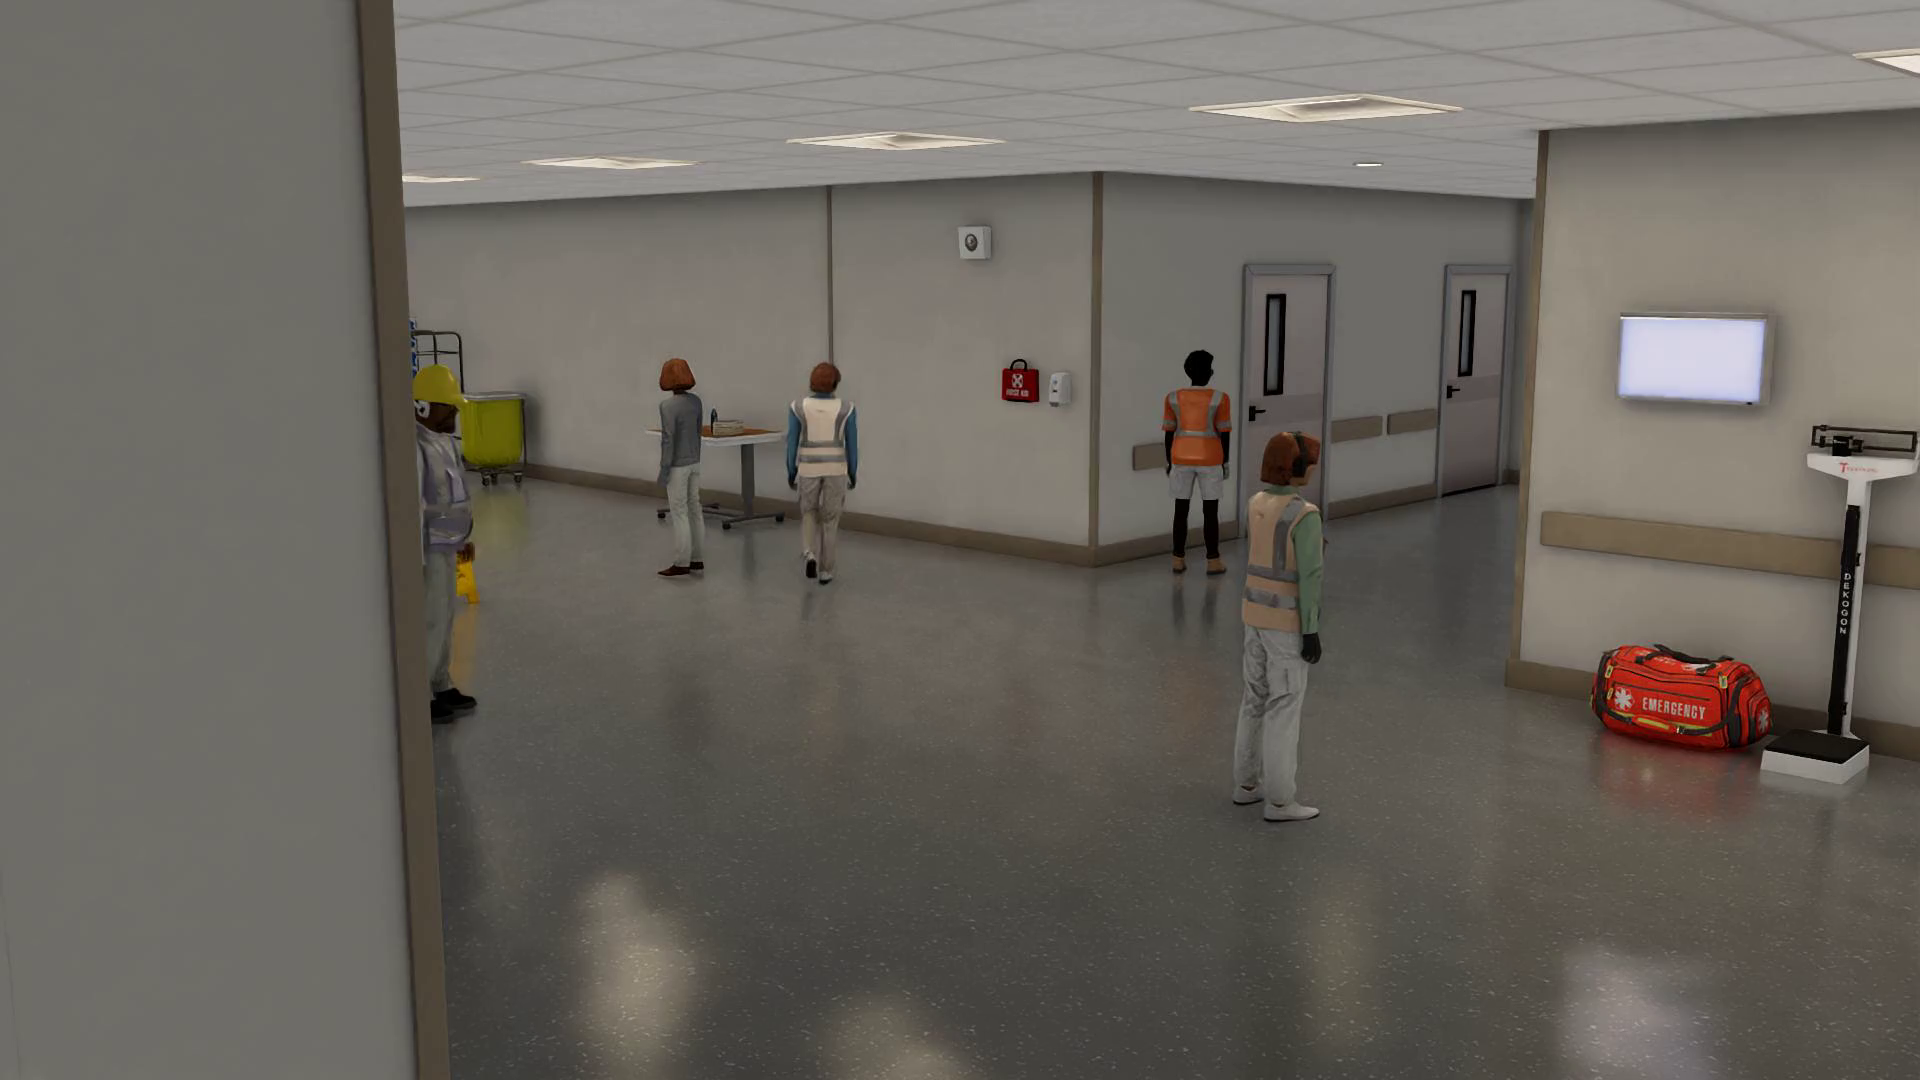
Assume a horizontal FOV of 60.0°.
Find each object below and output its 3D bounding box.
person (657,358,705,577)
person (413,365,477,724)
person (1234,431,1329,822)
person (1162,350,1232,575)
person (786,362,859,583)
[{"bbox_3d":[-2.100,-0.541,12.473,0.279,1.633,0.500,4,10,21],"label":"person"},{"bbox_3d":[-2.683,0.010,8.525,0.411,1.818,0.697,0,9,1],"label":"person"},{"bbox_3d":[1.341,0.359,6.974,0.315,1.629,0.508,-3,10,-18],"label":"person"},{"bbox_3d":[1.785,-0.580,12.518,0.532,1.697,0.322,4,10,23],"label":"person"},{"bbox_3d":[-1.000,-0.486,12.155,0.523,1.627,0.369,0,9,2],"label":"person"}]
